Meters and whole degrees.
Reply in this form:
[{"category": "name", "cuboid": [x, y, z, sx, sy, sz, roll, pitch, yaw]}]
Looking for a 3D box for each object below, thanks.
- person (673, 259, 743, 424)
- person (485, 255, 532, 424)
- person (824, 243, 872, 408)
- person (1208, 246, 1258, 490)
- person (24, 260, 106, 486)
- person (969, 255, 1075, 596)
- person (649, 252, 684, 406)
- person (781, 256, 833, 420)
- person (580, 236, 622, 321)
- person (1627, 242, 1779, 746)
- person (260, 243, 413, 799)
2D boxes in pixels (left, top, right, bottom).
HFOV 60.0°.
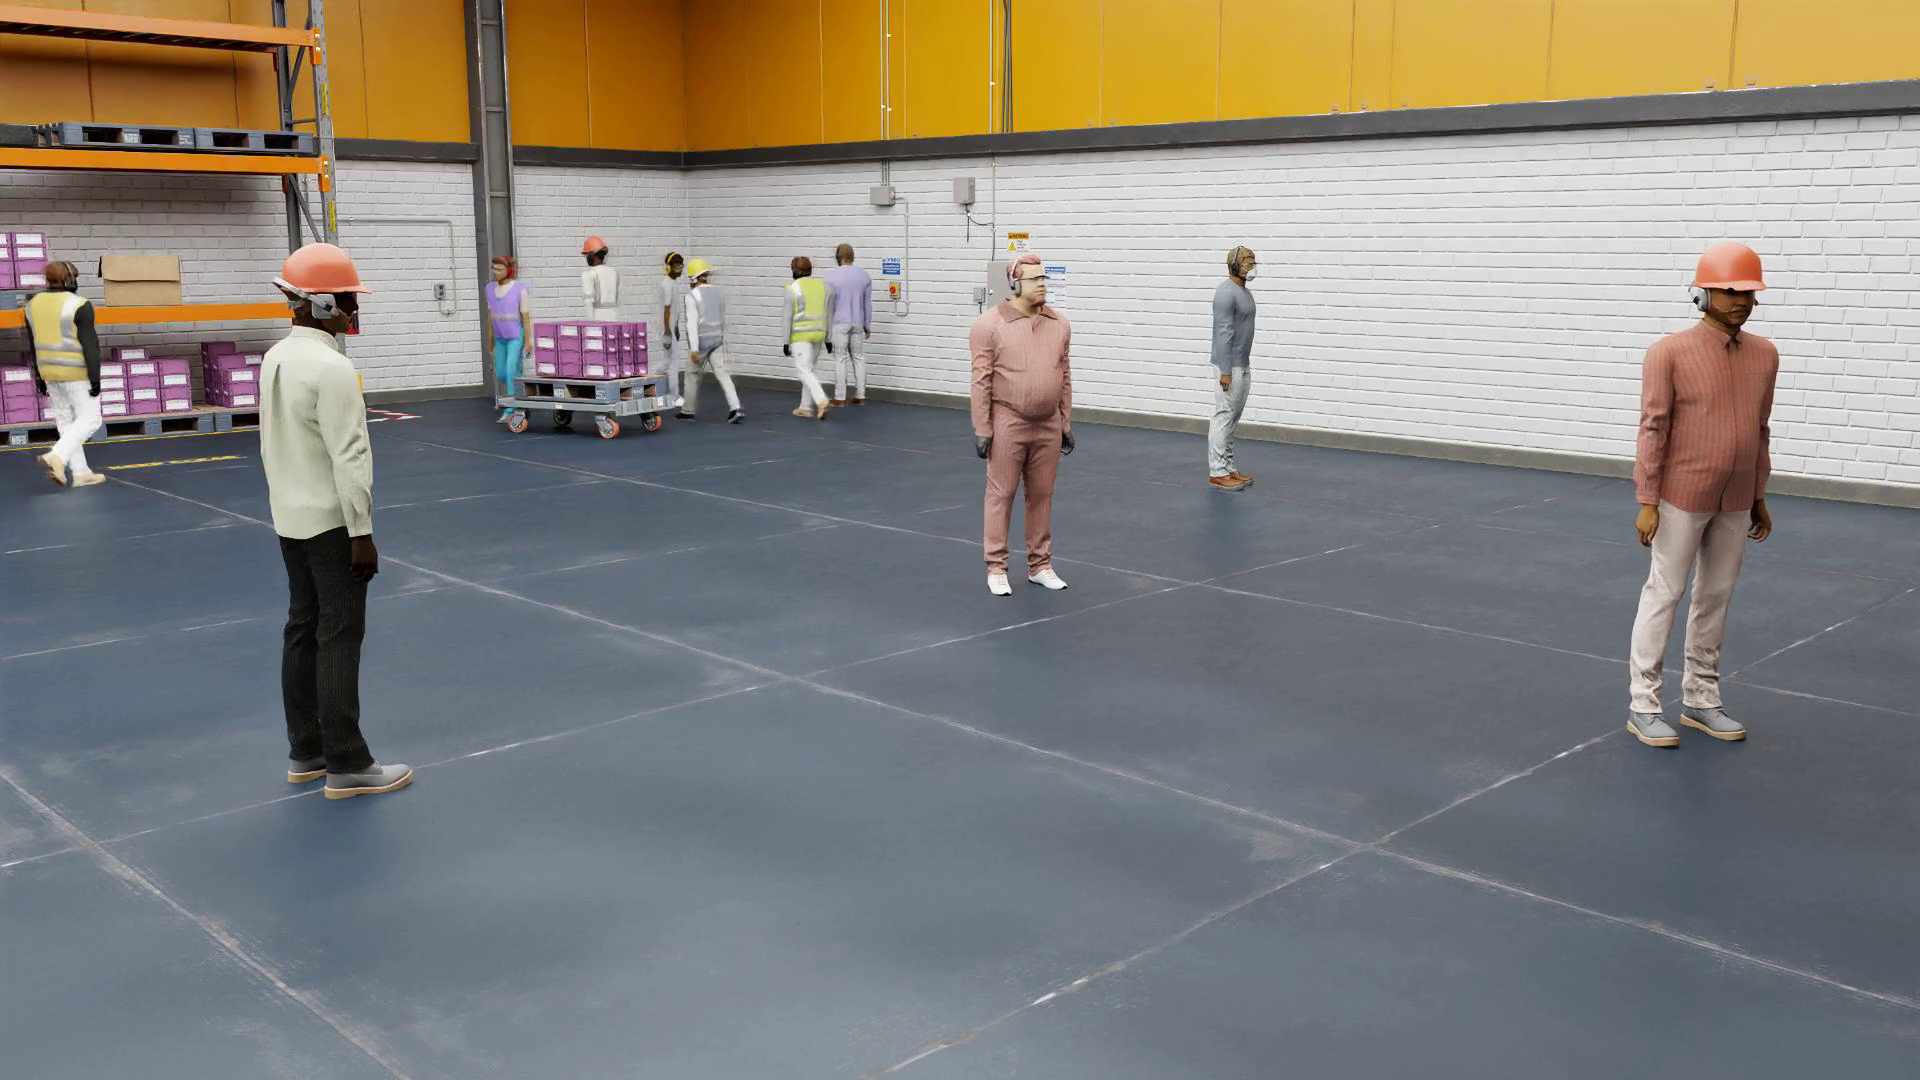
[{"category": "person", "cuboid": [-2.706, -2.132, 17.911, 0.965, 1.780, 0.603, 8, 13, 37]}, {"category": "person", "cuboid": [-4.827, -2.175, 18.018, 0.585, 1.817, 0.626, 5, 12, 27]}, {"category": "person", "cuboid": [-1.329, -2.527, 19.635, 0.638, 1.933, 0.389, -7, 12, -33]}, {"category": "person", "cuboid": [2.193, -1.379, 13.343, 0.355, 1.938, 0.634, 5, 11, 24]}, {"category": "person", "cuboid": [-7.142, -1.308, 13.252, 0.643, 1.827, 0.623, 3, 11, 17]}, {"category": "person", "cuboid": [0.371, -0.647, 9.422, 0.651, 1.913, 0.409, -5, 12, -27]}, {"category": "person", "cuboid": [-3.483, -2.464, 19.543, 0.637, 1.835, 0.573, -2, 11, -10]}, {"category": "person", "cuboid": [-1.651, -2.219, 18.283, 0.642, 1.806, 0.830, -9, 14, -41]}, {"category": "person", "cuboid": [-4.193, -2.466, 19.113, 0.963, 1.999, 0.614, 7, 13, 34]}, {"category": "person", "cuboid": [2.964, -0.171, 6.599, 0.623, 1.992, 0.396, -3, 11, -16]}, {"category": "person", "cuboid": [-2.289, -0.069, 6.046, 0.621, 1.992, 0.397, 10, 14, 43]}]
